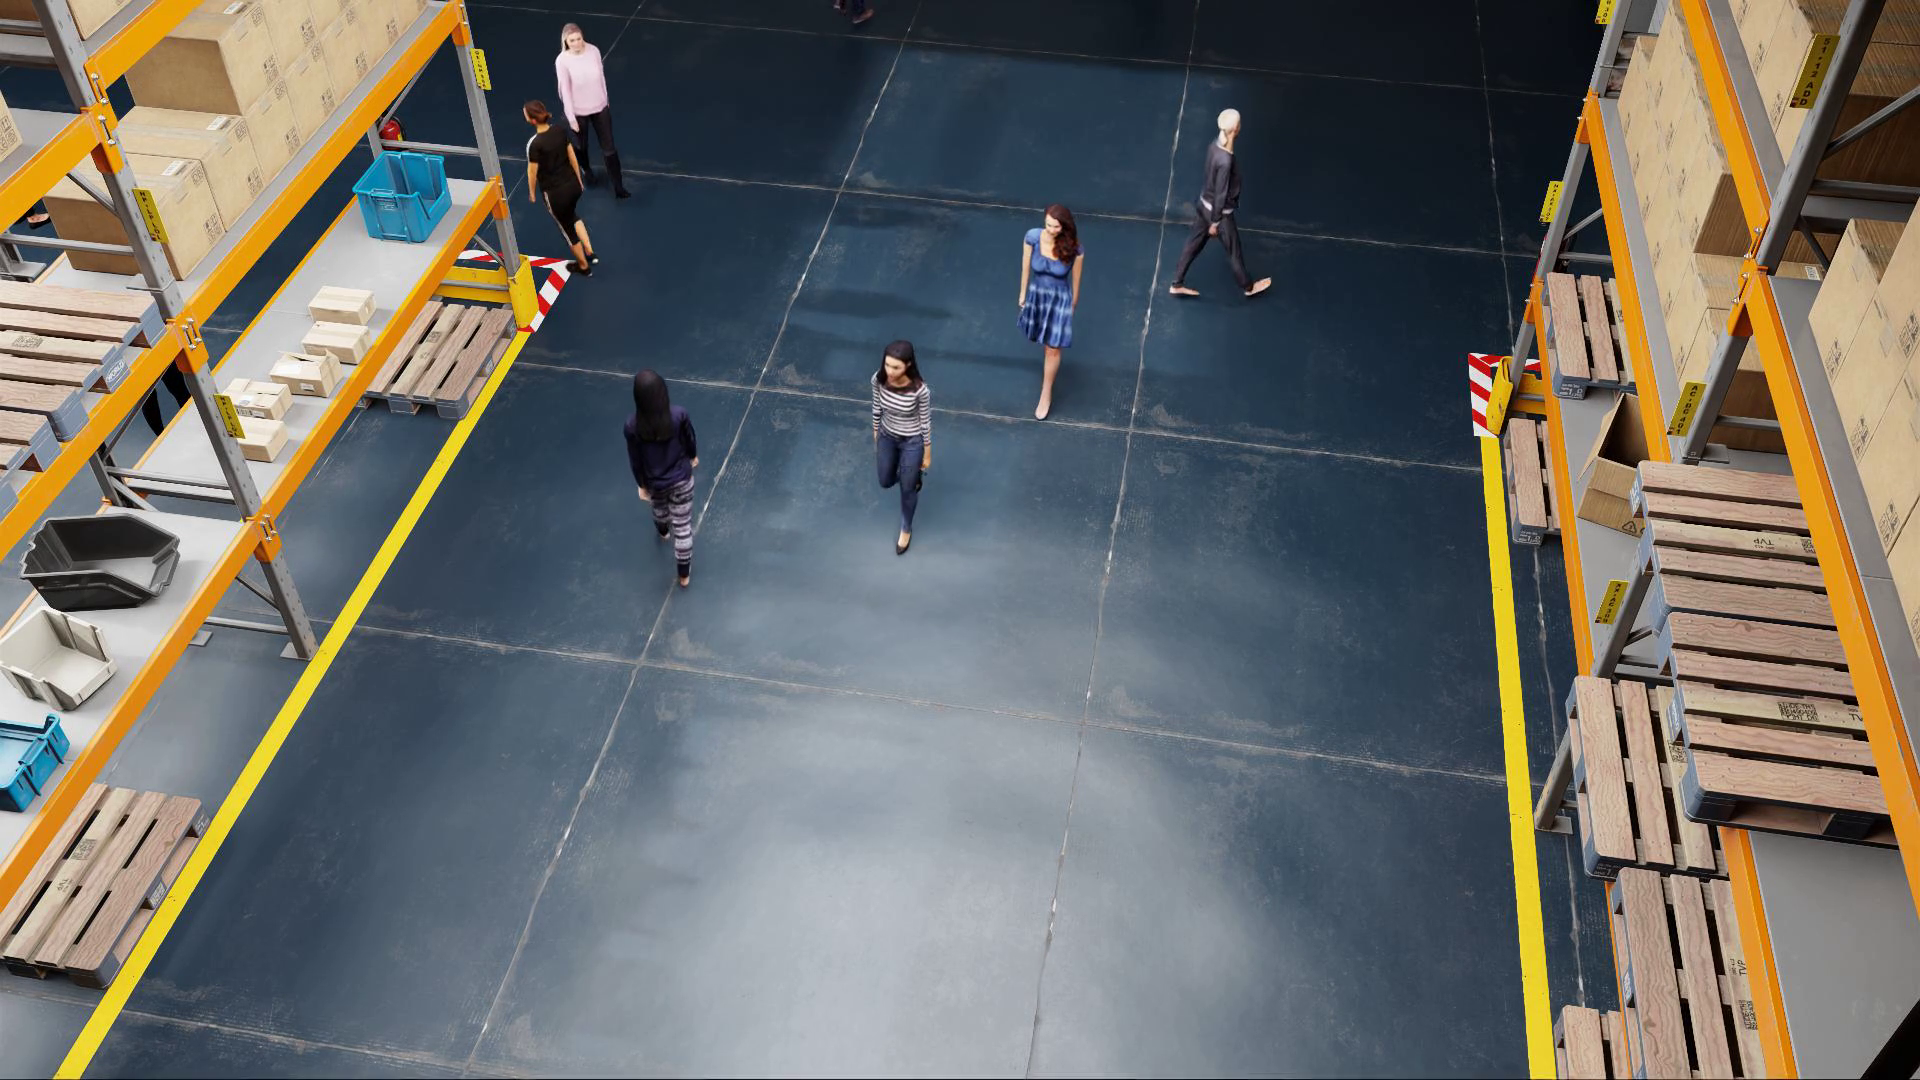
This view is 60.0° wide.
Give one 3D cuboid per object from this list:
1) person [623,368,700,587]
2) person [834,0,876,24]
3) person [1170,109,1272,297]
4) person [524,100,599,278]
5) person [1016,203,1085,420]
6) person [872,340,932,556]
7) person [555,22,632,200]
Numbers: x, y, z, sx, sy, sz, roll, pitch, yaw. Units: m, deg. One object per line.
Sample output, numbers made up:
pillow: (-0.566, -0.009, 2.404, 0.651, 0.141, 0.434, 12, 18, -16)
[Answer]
person: (-1.958, -0.382, 11.191, 0.826, 1.707, 1.040, -8, 44, -8)
person: (-1.165, -6.229, 17.238, 0.909, 1.833, 0.942, 35, 53, 31)
person: (2.017, -2.717, 13.660, 0.924, 1.683, 1.078, -7, 44, -7)
person: (-3.268, -2.888, 13.864, 0.773, 1.649, 0.693, 27, 50, 26)
person: (0.684, -1.806, 12.627, 0.796, 1.789, 1.077, 14, 45, 14)
person: (-0.360, -0.697, 11.466, 0.679, 1.784, 0.865, 14, 45, 14)
person: (-3.388, -3.893, 14.920, 1.034, 1.647, 1.115, -25, 49, -24)
